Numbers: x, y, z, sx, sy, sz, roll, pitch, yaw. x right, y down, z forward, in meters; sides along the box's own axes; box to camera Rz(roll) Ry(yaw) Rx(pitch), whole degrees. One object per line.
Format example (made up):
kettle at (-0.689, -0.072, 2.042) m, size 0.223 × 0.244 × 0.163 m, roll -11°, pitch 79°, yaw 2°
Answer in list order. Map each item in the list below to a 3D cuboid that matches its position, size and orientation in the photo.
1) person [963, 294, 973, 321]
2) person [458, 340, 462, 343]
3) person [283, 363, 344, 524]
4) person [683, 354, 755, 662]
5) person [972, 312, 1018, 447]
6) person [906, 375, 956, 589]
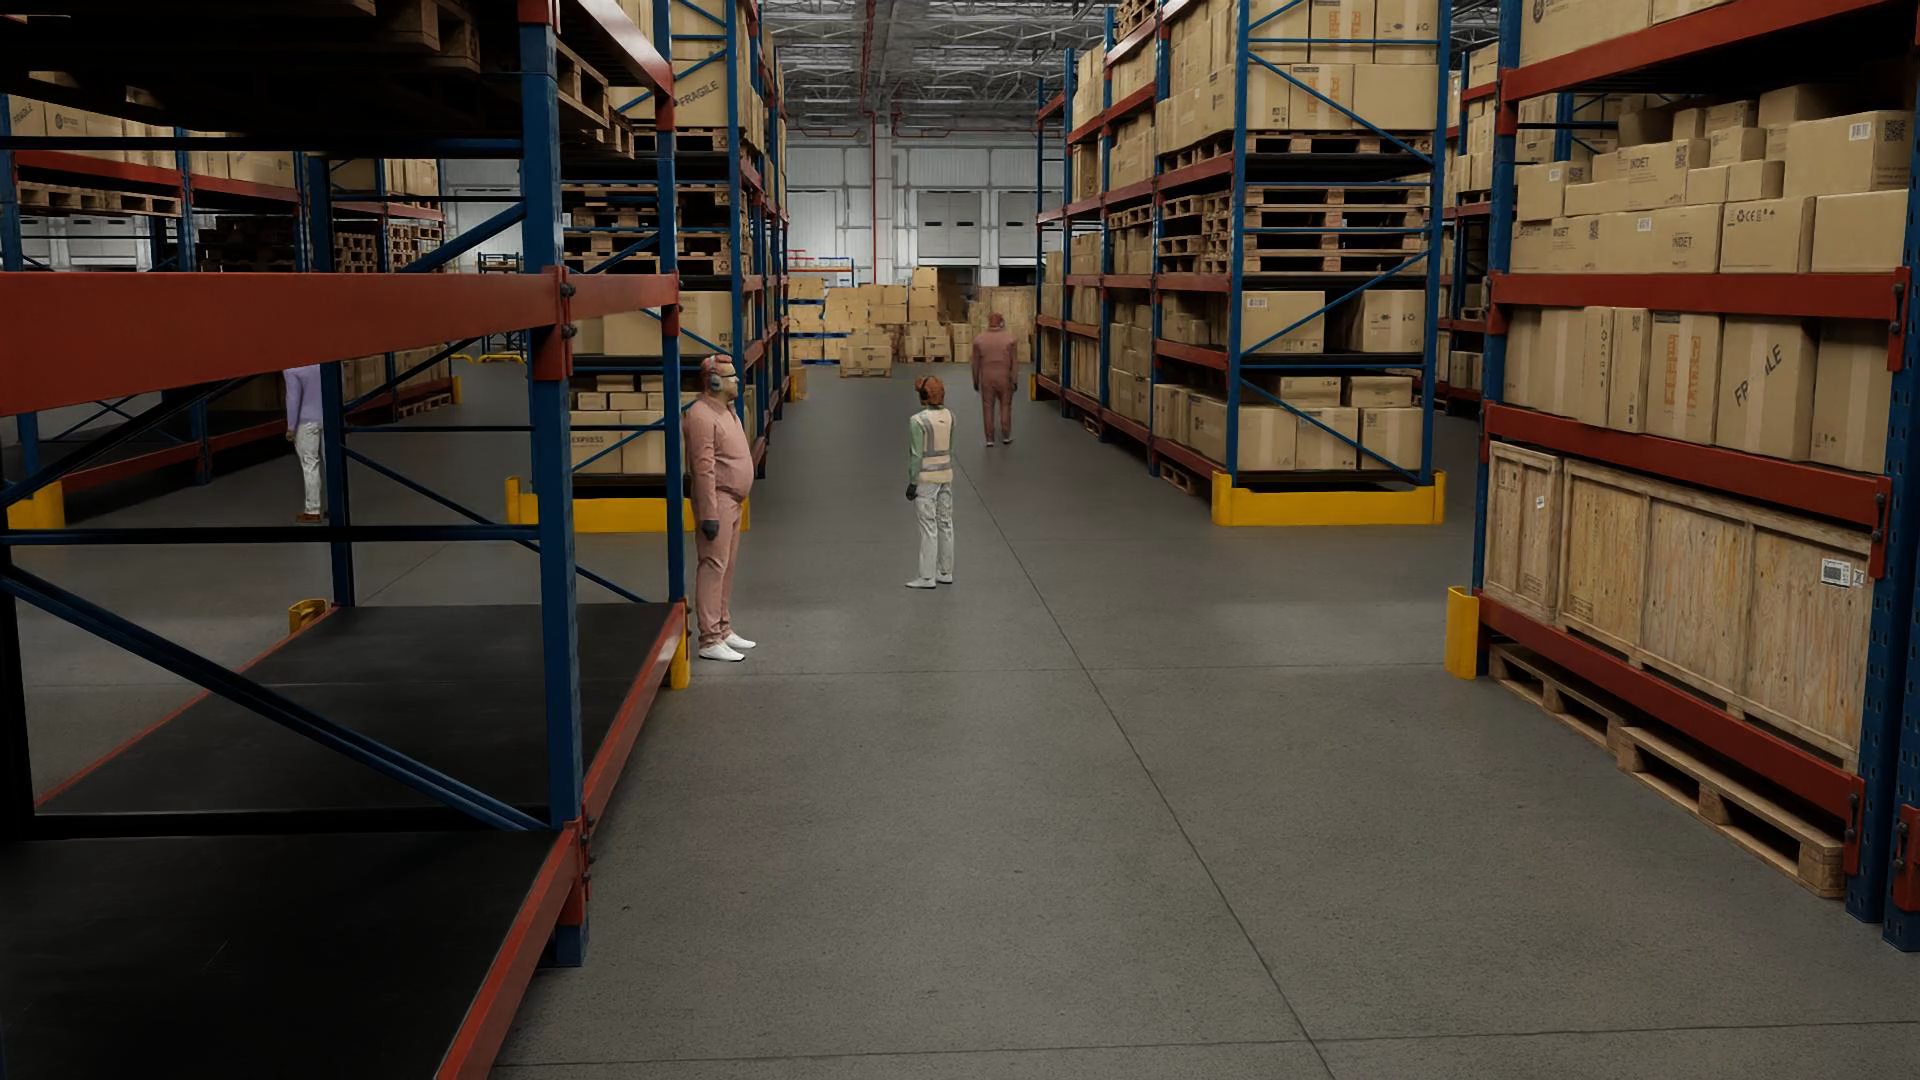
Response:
person at (0.336, -9.505, 69.835) m, size 0.845 × 1.594 × 0.530 m, roll 3°, pitch 10°, yaw 18°
person at (-17.081, -7.478, 56.673) m, size 0.484 × 1.735 × 0.311 m, roll 8°, pitch 12°, yaw 42°
person at (-6.271, -1.130, 16.168) m, size 0.361 × 1.939 × 0.635 m, roll 6°, pitch 11°, yaw 33°
person at (-1.495, -0.206, 10.458) m, size 0.409 × 1.913 × 0.649 m, roll 1°, pitch 9°, yaw 5°
person at (0.517, -2.279, 23.563) m, size 0.664 × 1.874 × 0.811 m, roll 1°, pitch 9°, yaw 8°
person at (-0.218, -0.442, 12.787) m, size 0.307 × 1.641 × 0.513 m, roll 6°, pitch 11°, yaw 35°
